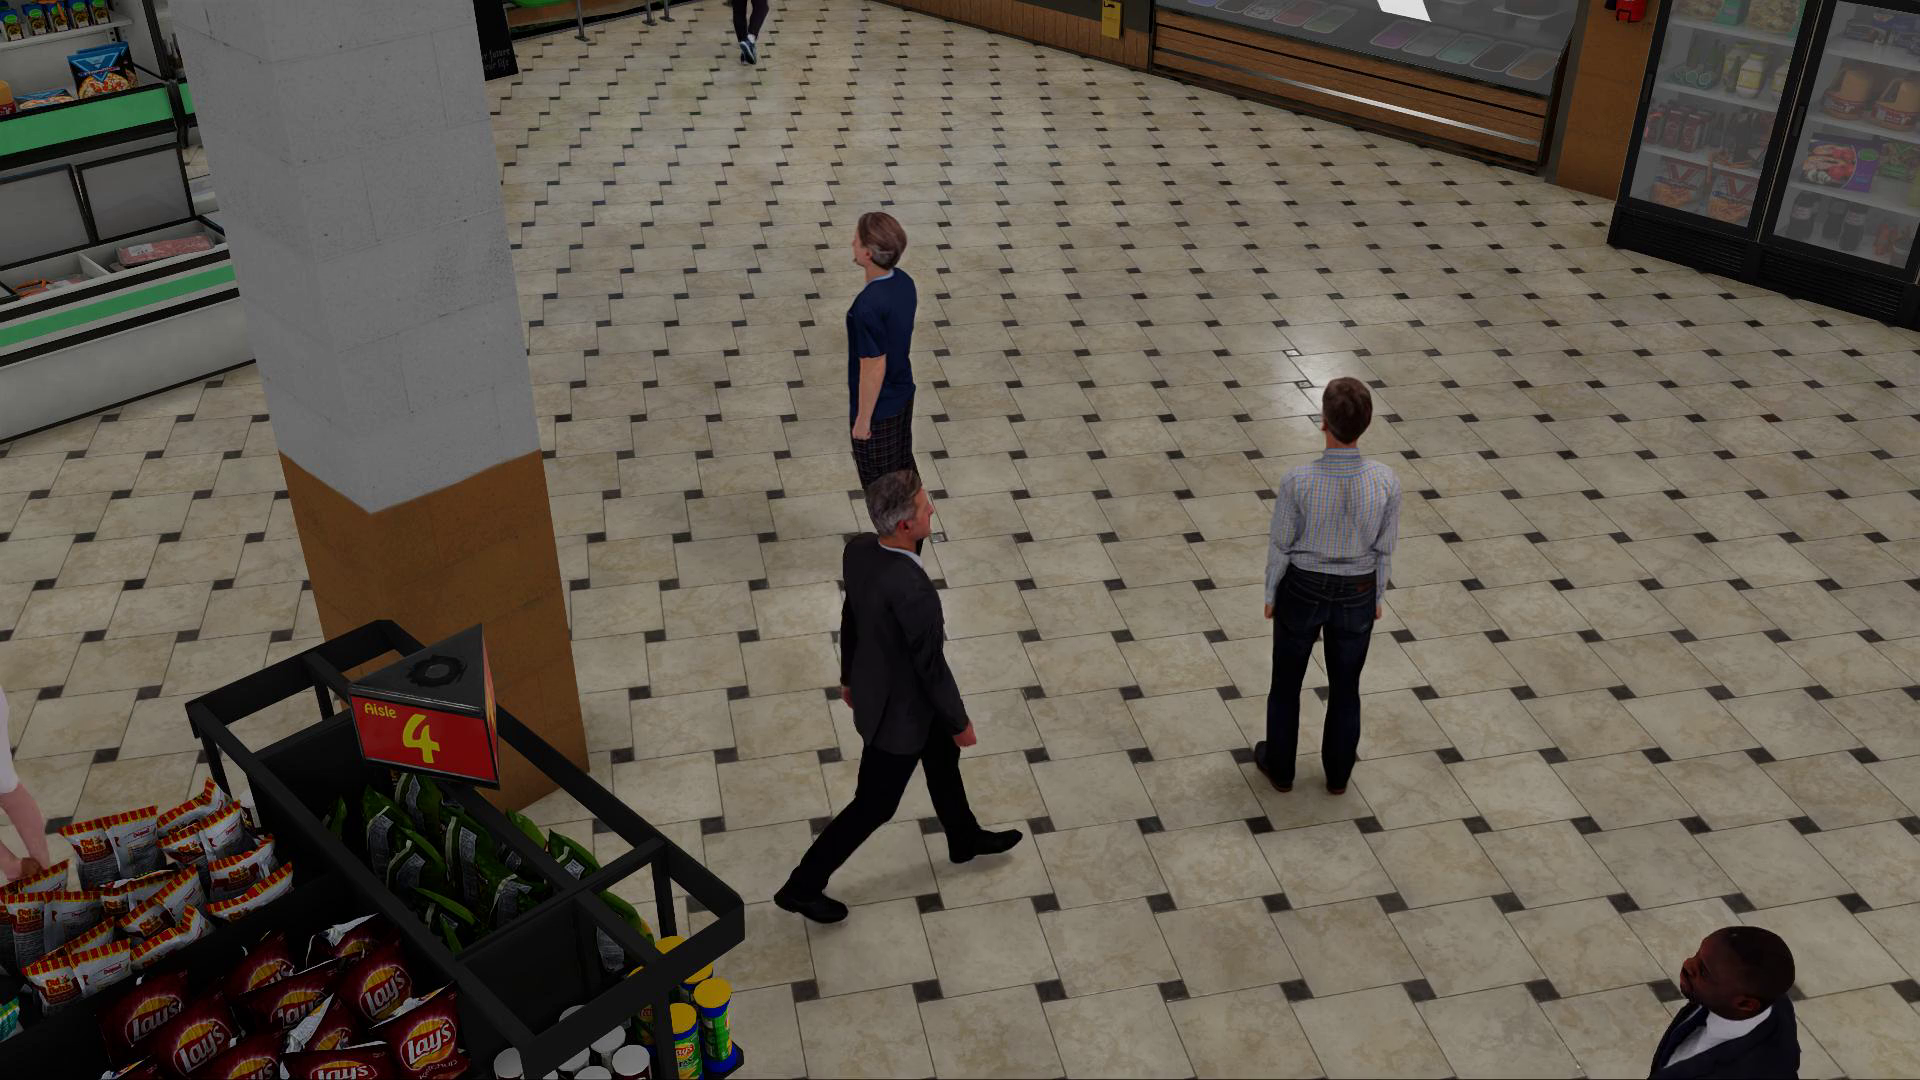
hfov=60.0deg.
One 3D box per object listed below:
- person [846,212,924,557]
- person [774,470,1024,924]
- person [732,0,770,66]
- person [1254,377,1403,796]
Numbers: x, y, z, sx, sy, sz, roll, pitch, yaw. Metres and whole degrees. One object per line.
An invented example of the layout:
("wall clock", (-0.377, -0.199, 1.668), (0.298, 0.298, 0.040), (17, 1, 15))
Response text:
("person", (-0.362, -0.653, 7.867), (0.794, 1.871, 0.636), (11, 34, 17))
("person", (-0.295, 0.616, 5.898), (1.350, 1.797, 1.073), (-10, 33, -15))
("person", (-2.011, -5.186, 15.323), (1.006, 1.691, 1.112), (4, 32, 7))
("person", (1.439, 0.210, 6.531), (0.728, 1.817, 0.777), (2, 32, 3))
